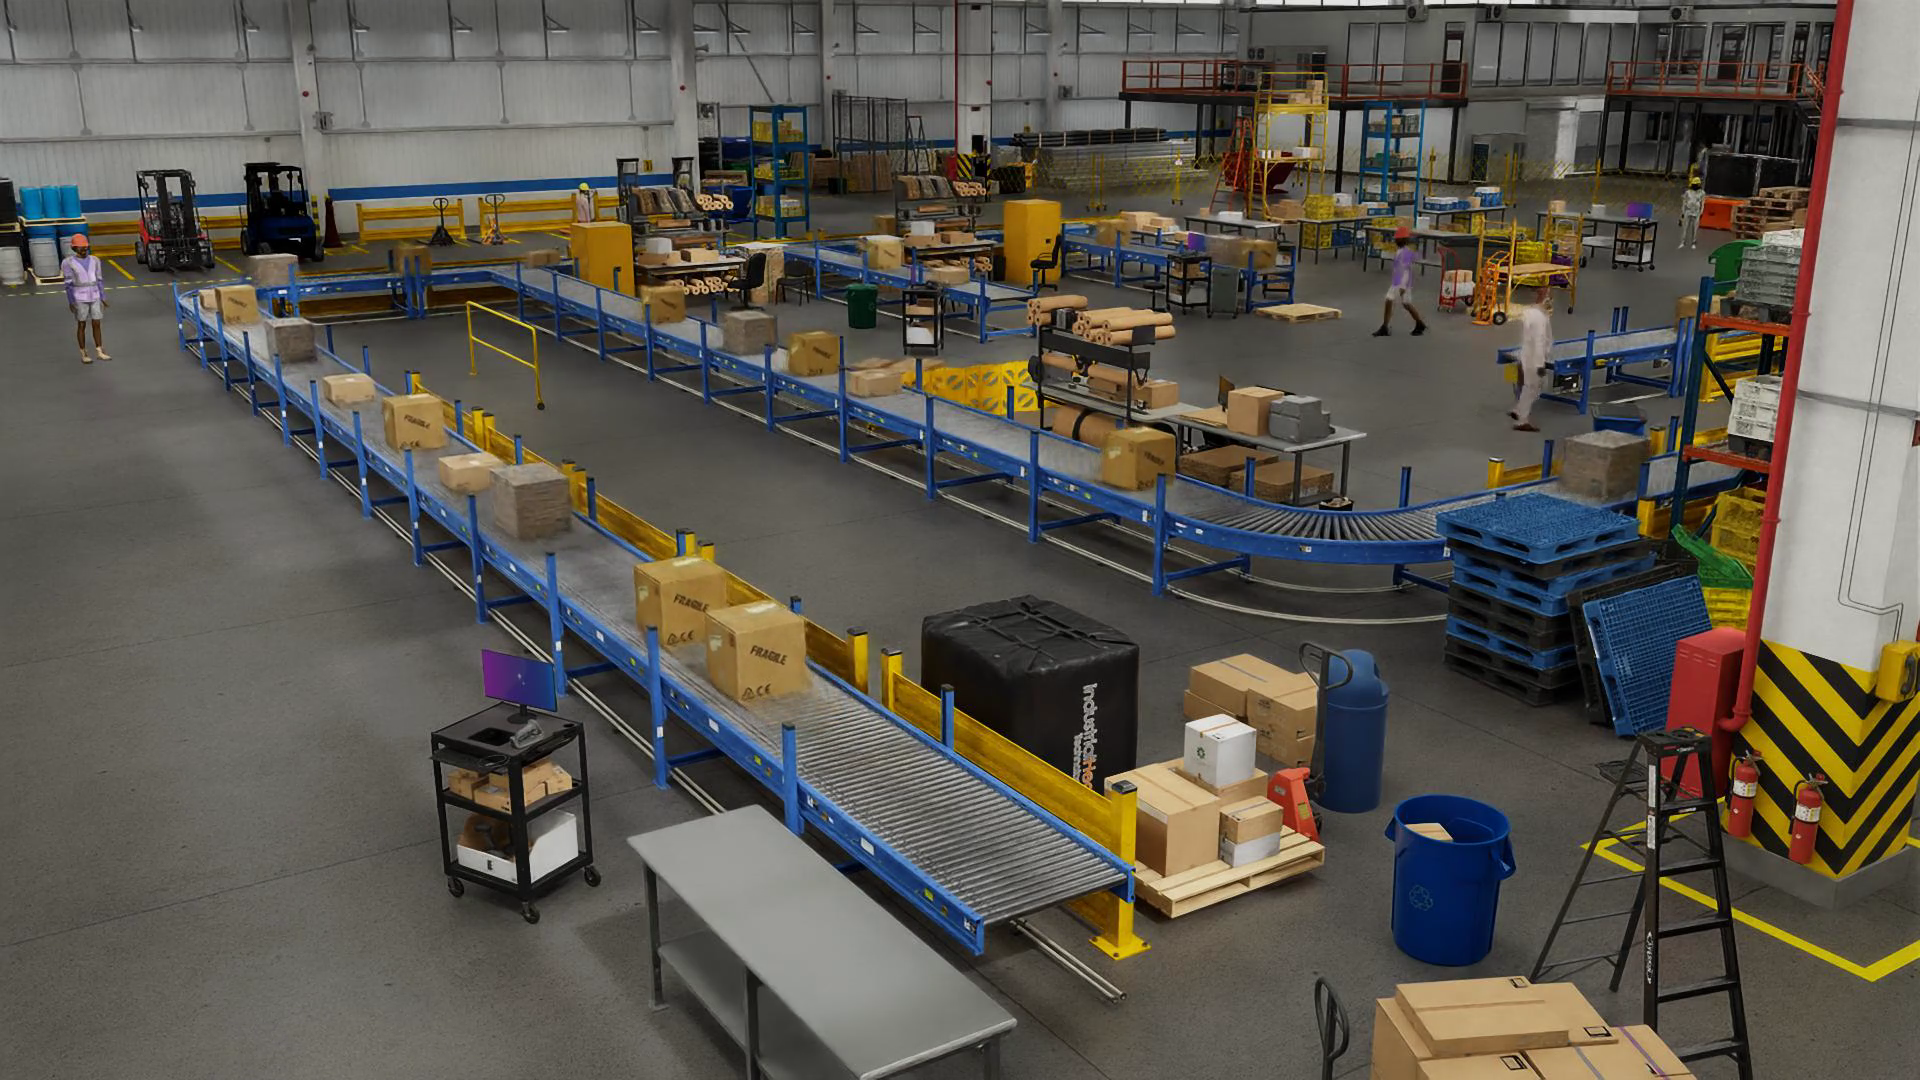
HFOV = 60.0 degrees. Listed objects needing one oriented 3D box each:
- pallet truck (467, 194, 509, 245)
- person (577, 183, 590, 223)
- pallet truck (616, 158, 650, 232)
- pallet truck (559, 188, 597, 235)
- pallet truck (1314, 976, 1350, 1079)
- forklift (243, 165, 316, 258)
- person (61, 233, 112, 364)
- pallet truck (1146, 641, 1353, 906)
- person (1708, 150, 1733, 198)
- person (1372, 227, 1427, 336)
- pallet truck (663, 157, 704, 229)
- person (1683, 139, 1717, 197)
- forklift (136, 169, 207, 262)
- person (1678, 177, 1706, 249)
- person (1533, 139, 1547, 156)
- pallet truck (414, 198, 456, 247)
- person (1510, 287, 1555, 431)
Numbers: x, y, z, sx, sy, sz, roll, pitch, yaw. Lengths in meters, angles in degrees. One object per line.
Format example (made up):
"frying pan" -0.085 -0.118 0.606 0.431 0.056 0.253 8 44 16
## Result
"pallet truck" -11.983 -8.177 42.137 0.704 1.261 1.522 -11 20 -33
"person" -8.789 -7.477 39.000 0.328 1.765 0.532 -11 20 -33
"pallet truck" -8.918 -9.176 44.255 0.823 1.965 1.885 -9 19 -27
"pallet truck" -10.010 -8.652 43.699 0.653 1.274 1.630 -10 20 -31
"pallet truck" 2.299 2.390 7.086 1.601 1.201 0.680 -2 17 -7
"forklift" -15.898 -7.669 38.708 1.157 1.987 2.680 -11 20 -33
"person" -13.847 -3.834 26.396 0.378 2.045 0.605 12 21 35
"pallet truck" 1.664 1.407 10.232 1.630 1.274 0.653 -10 20 -31
"person" 22.385 -10.531 48.997 0.596 1.872 0.402 6 18 21
"person" 7.671 -4.446 28.694 0.939 1.903 0.558 -3 17 -11
"pallet truck" -7.586 -9.308 44.692 0.823 1.965 1.885 -11 20 -33
"person" 24.281 -12.152 54.399 1.032 1.866 0.614 3 17 11
"forklift" -17.842 -7.318 37.559 1.157 1.987 2.680 -10 20 -31
"person" 18.028 -8.047 40.932 0.493 1.743 0.295 11 20 32
"person" 24.247 -16.749 69.615 0.643 1.898 0.395 9 19 27
"pallet truck" -13.250 -8.060 41.856 0.680 1.201 1.601 -10 20 -31
"person" 7.539 -2.361 21.759 0.426 1.887 0.677 4 17 13
